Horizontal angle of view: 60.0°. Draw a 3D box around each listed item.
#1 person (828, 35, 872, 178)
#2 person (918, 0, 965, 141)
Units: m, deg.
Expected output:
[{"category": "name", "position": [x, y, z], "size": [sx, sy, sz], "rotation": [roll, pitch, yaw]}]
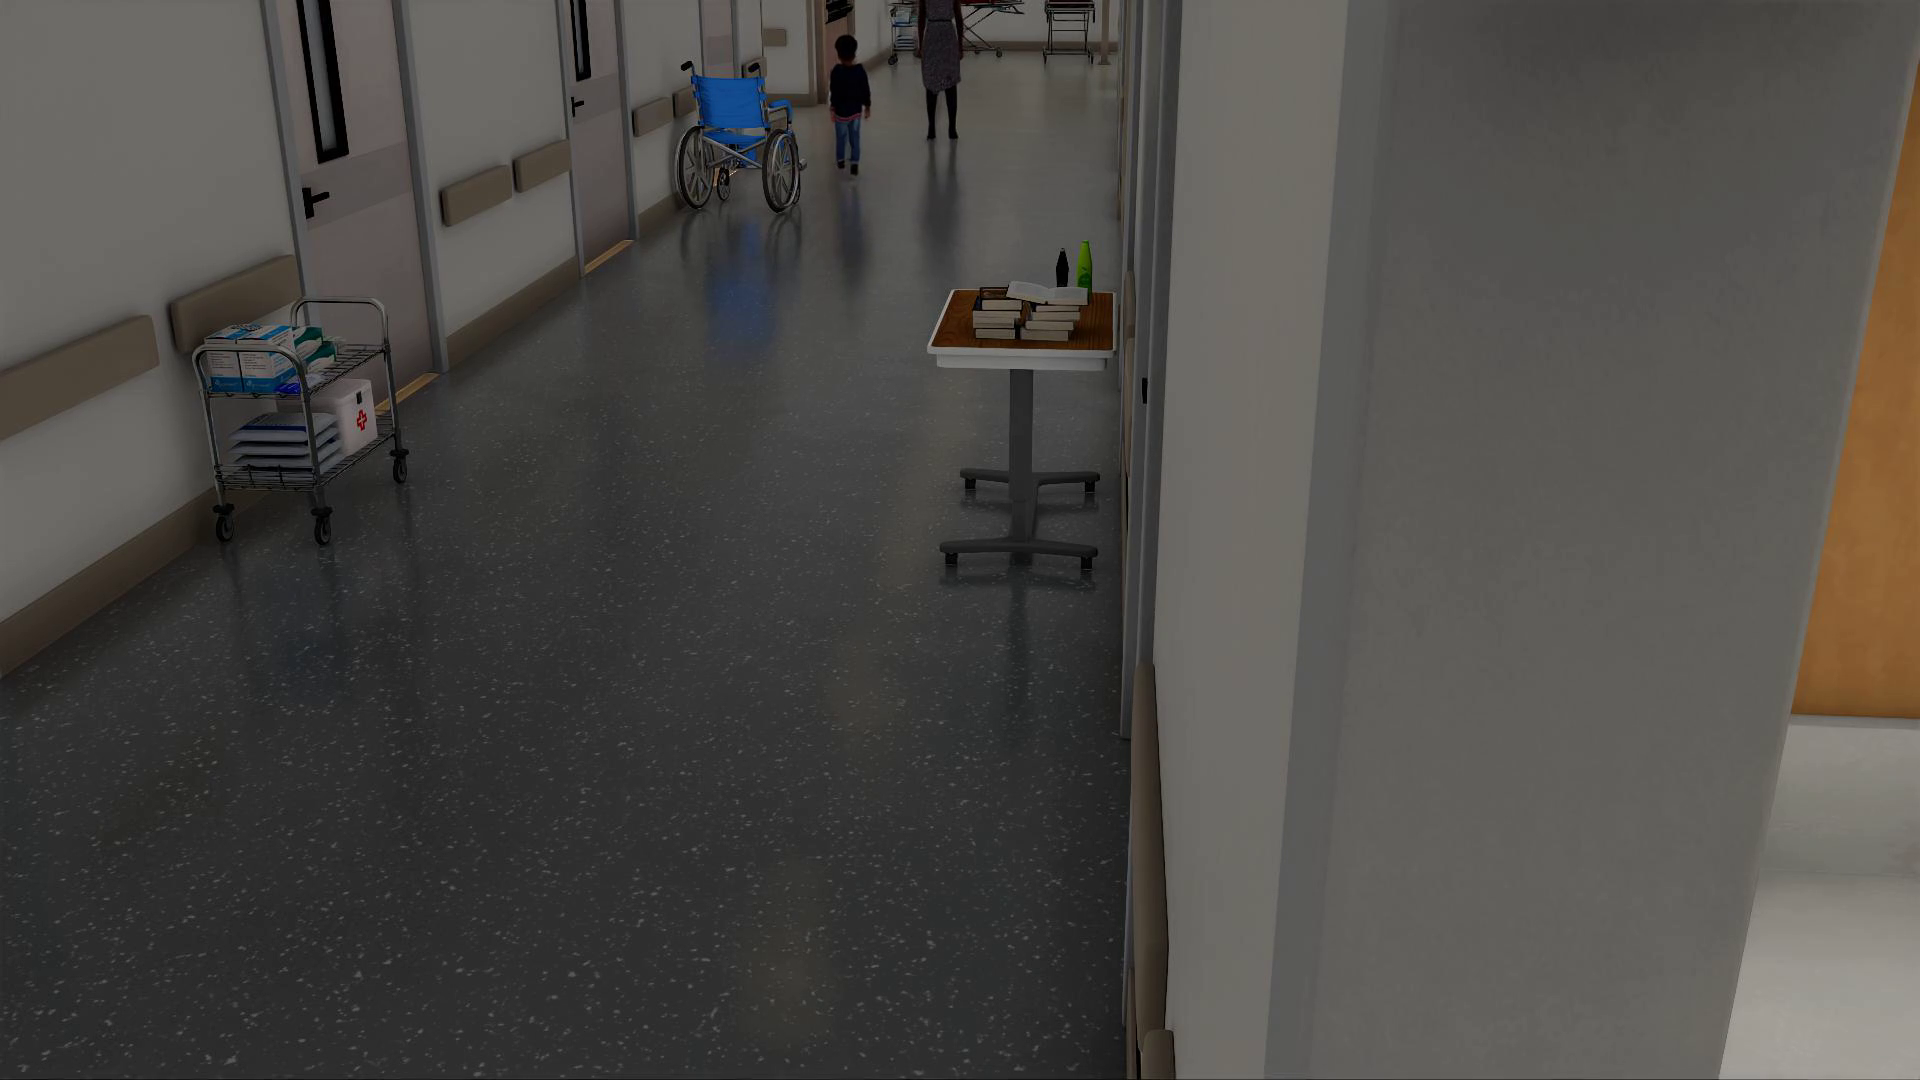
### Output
[{"category": "person", "position": [-0.970, -3.764, 14.540], "size": [0.668, 1.192, 0.874], "rotation": [-4, 21, -10]}, {"category": "person", "position": [-0.203, -5.013, 16.996], "size": [0.622, 1.788, 0.528], "rotation": [1, 21, 3]}]
